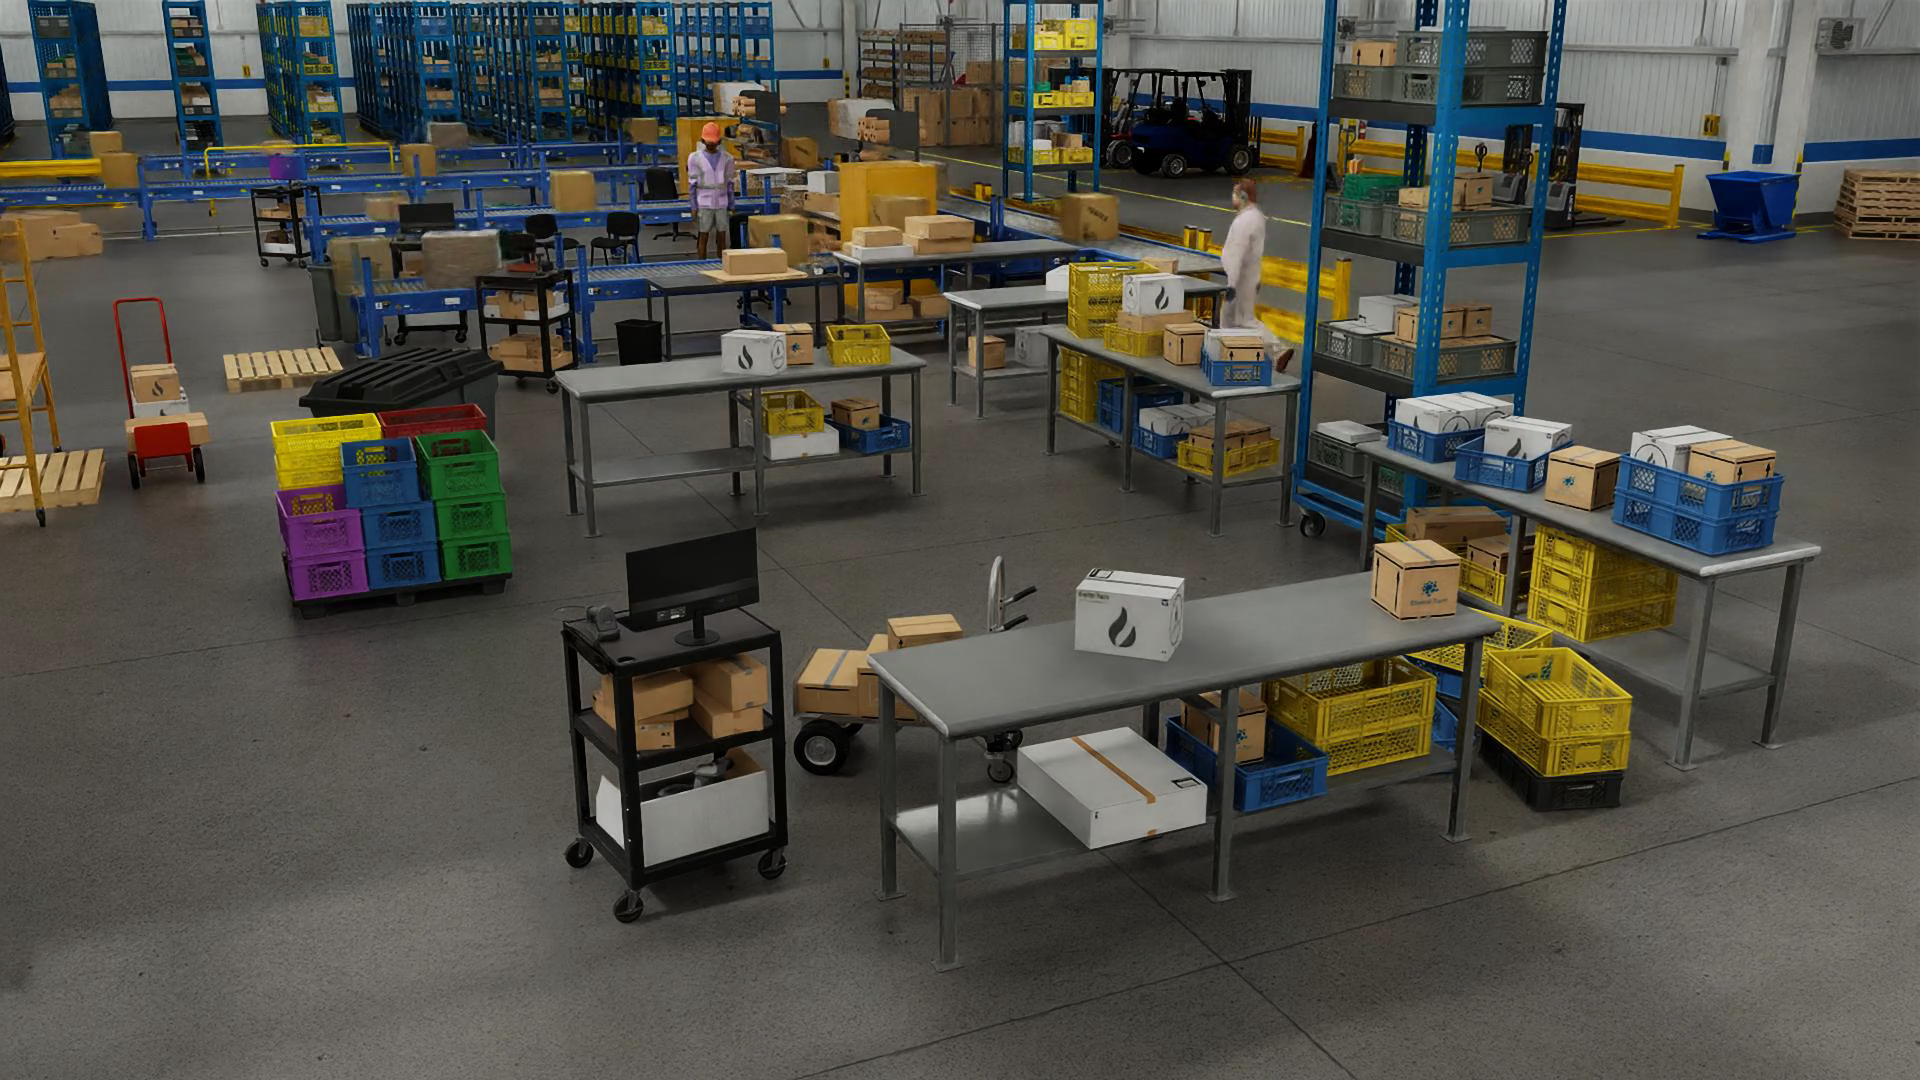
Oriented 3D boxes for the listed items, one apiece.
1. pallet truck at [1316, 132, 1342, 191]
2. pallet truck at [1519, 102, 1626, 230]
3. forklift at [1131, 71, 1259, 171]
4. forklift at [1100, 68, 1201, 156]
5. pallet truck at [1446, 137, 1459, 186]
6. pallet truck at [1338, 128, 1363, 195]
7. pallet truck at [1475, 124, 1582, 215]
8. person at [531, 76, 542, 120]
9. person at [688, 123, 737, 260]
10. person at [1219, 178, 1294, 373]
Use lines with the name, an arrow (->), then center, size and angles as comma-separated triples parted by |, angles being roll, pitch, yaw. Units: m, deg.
pallet truck -> 7.723, -7.504, 32.656 | 1.601, 1.201, 0.680 | -8, 19, -23
pallet truck -> 9.972, -6.037, 26.785 | 1.885, 1.965, 0.823 | -9, 20, -25
forklift -> 4.998, -8.936, 35.413 | 2.680, 1.987, 1.157 | -9, 20, -25
forklift -> 4.082, -9.564, 37.410 | 2.680, 1.987, 1.157 | -8, 19, -23
pallet truck -> 9.184, -6.485, 29.328 | 1.630, 1.274, 0.653 | -8, 19, -23
pallet truck -> 7.845, -7.140, 31.411 | 1.522, 1.261, 0.704 | -9, 20, -25
pallet truck -> 9.707, -6.455, 28.103 | 1.885, 1.965, 0.823 | -7, 19, -20
person -> -11.695, -12.066, 46.037 | 0.390, 1.838, 0.564 | -7, 19, -22
person -> -3.125, -4.249, 21.096 | 0.605, 2.033, 0.392 | -8, 19, -23
person -> 2.750, -2.488, 15.800 | 0.855, 1.874, 0.649 | 5, 18, 15
